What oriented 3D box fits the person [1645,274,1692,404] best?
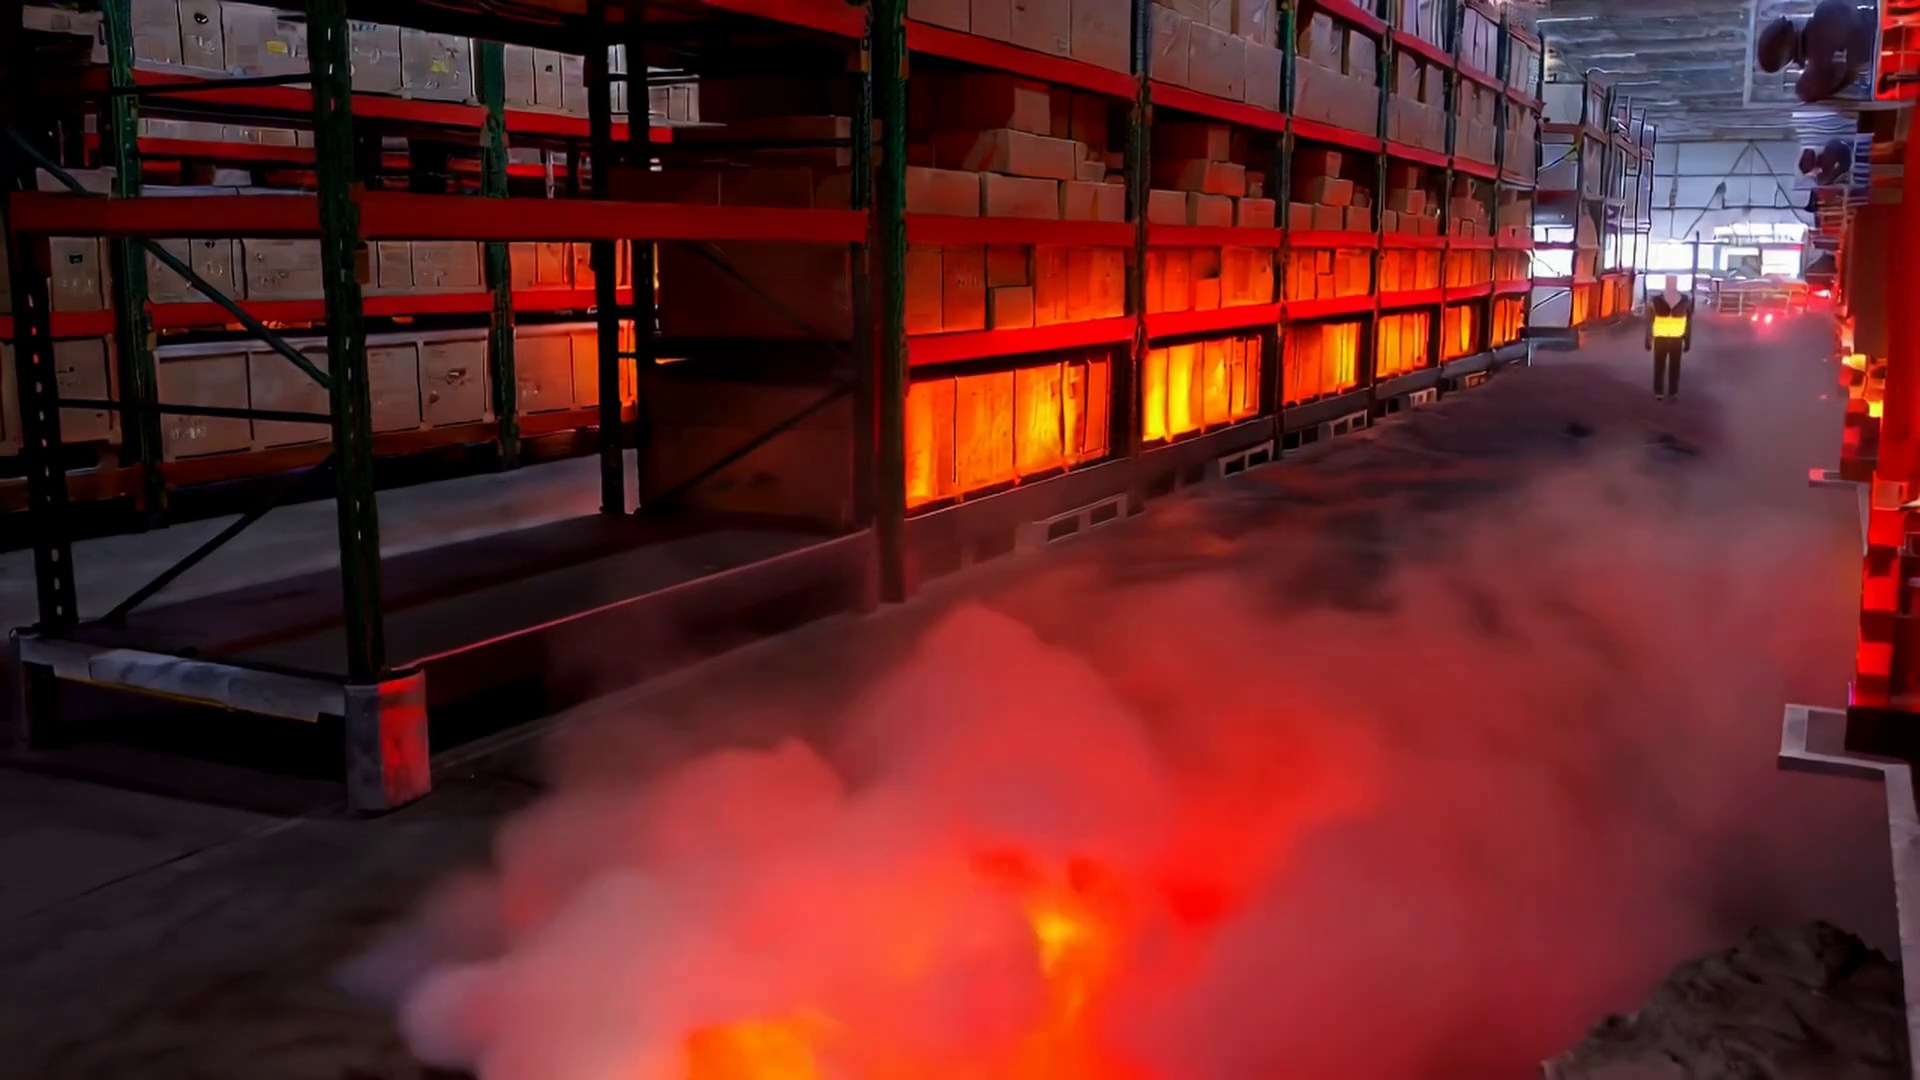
[{"bbox_3d":[10.314,-2.927,24.235,0.622,1.860,1.010,3,10,17],"label":"person"}]
